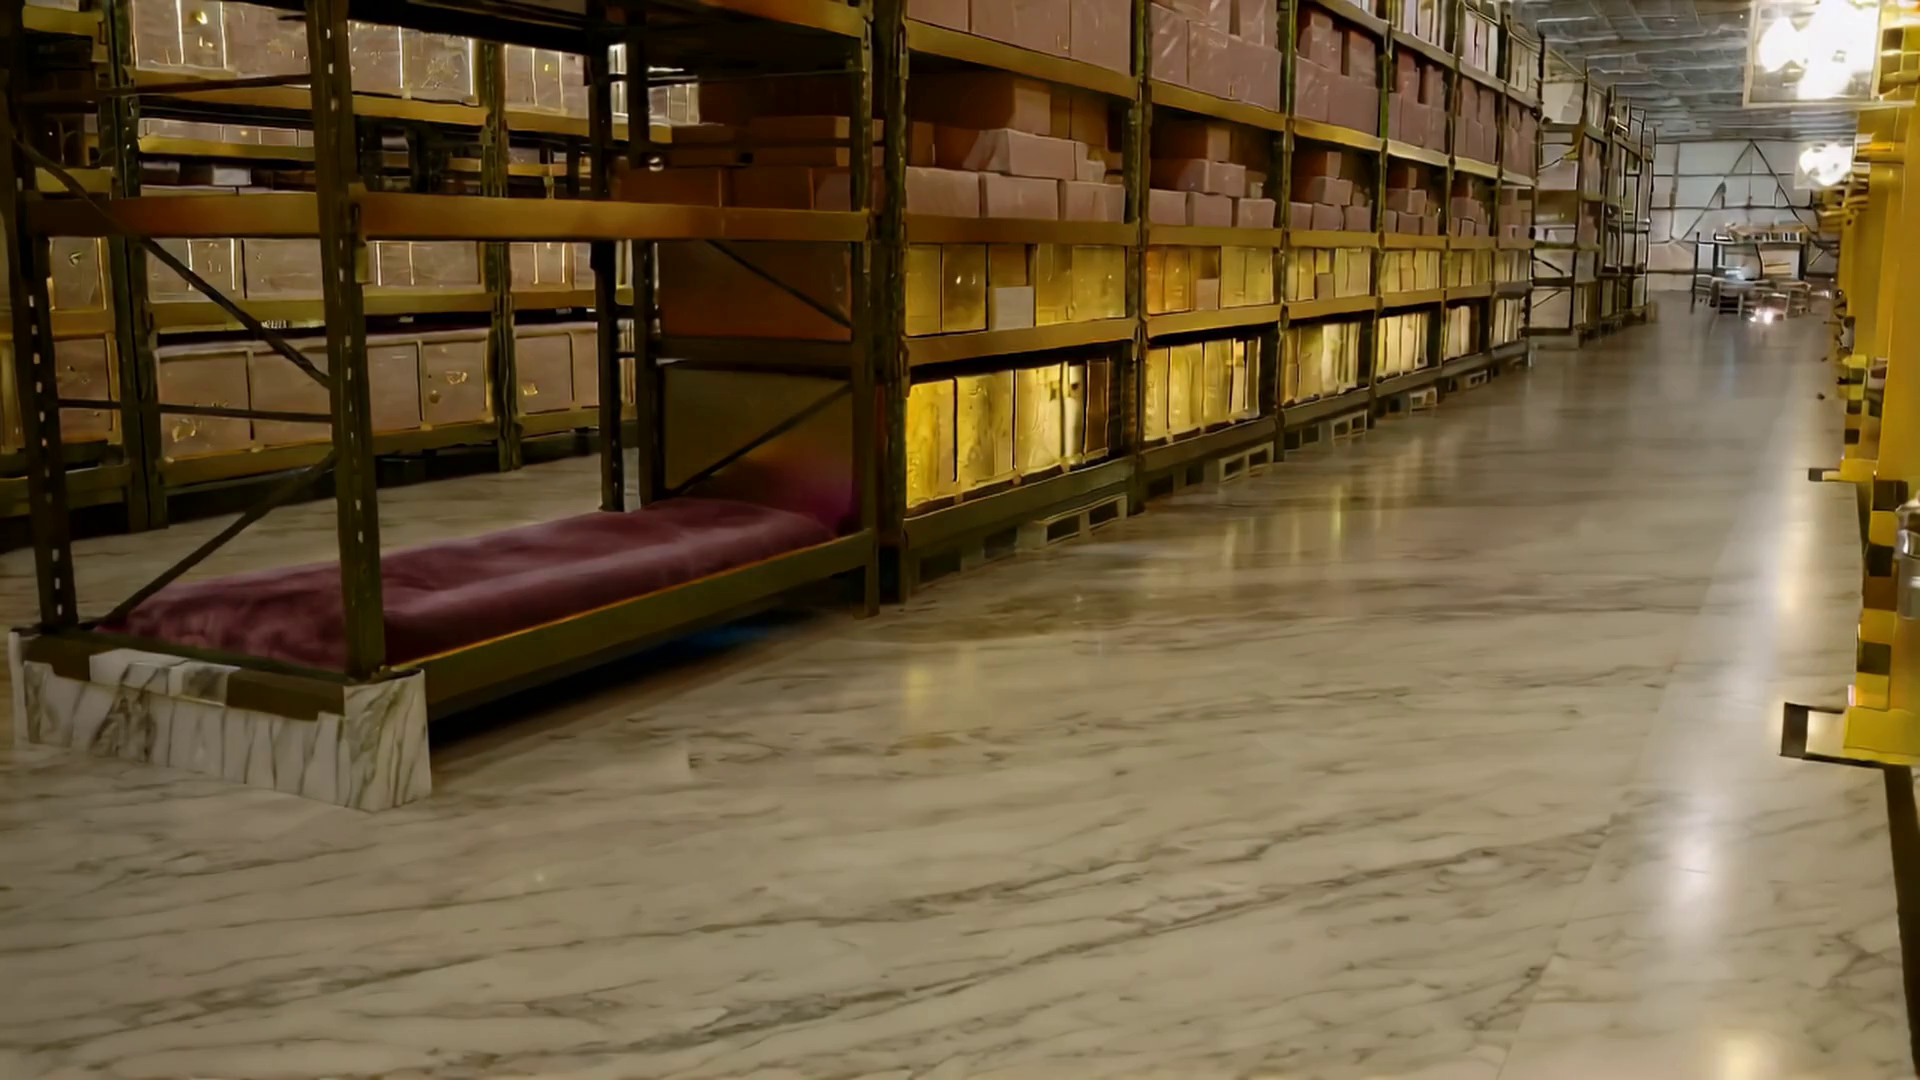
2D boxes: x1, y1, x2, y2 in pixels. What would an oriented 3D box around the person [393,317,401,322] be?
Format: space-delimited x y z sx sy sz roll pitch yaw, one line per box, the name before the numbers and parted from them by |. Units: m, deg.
person | -10.482 -3.923 30.682 0.318 1.630 0.513 -5 11 -25
